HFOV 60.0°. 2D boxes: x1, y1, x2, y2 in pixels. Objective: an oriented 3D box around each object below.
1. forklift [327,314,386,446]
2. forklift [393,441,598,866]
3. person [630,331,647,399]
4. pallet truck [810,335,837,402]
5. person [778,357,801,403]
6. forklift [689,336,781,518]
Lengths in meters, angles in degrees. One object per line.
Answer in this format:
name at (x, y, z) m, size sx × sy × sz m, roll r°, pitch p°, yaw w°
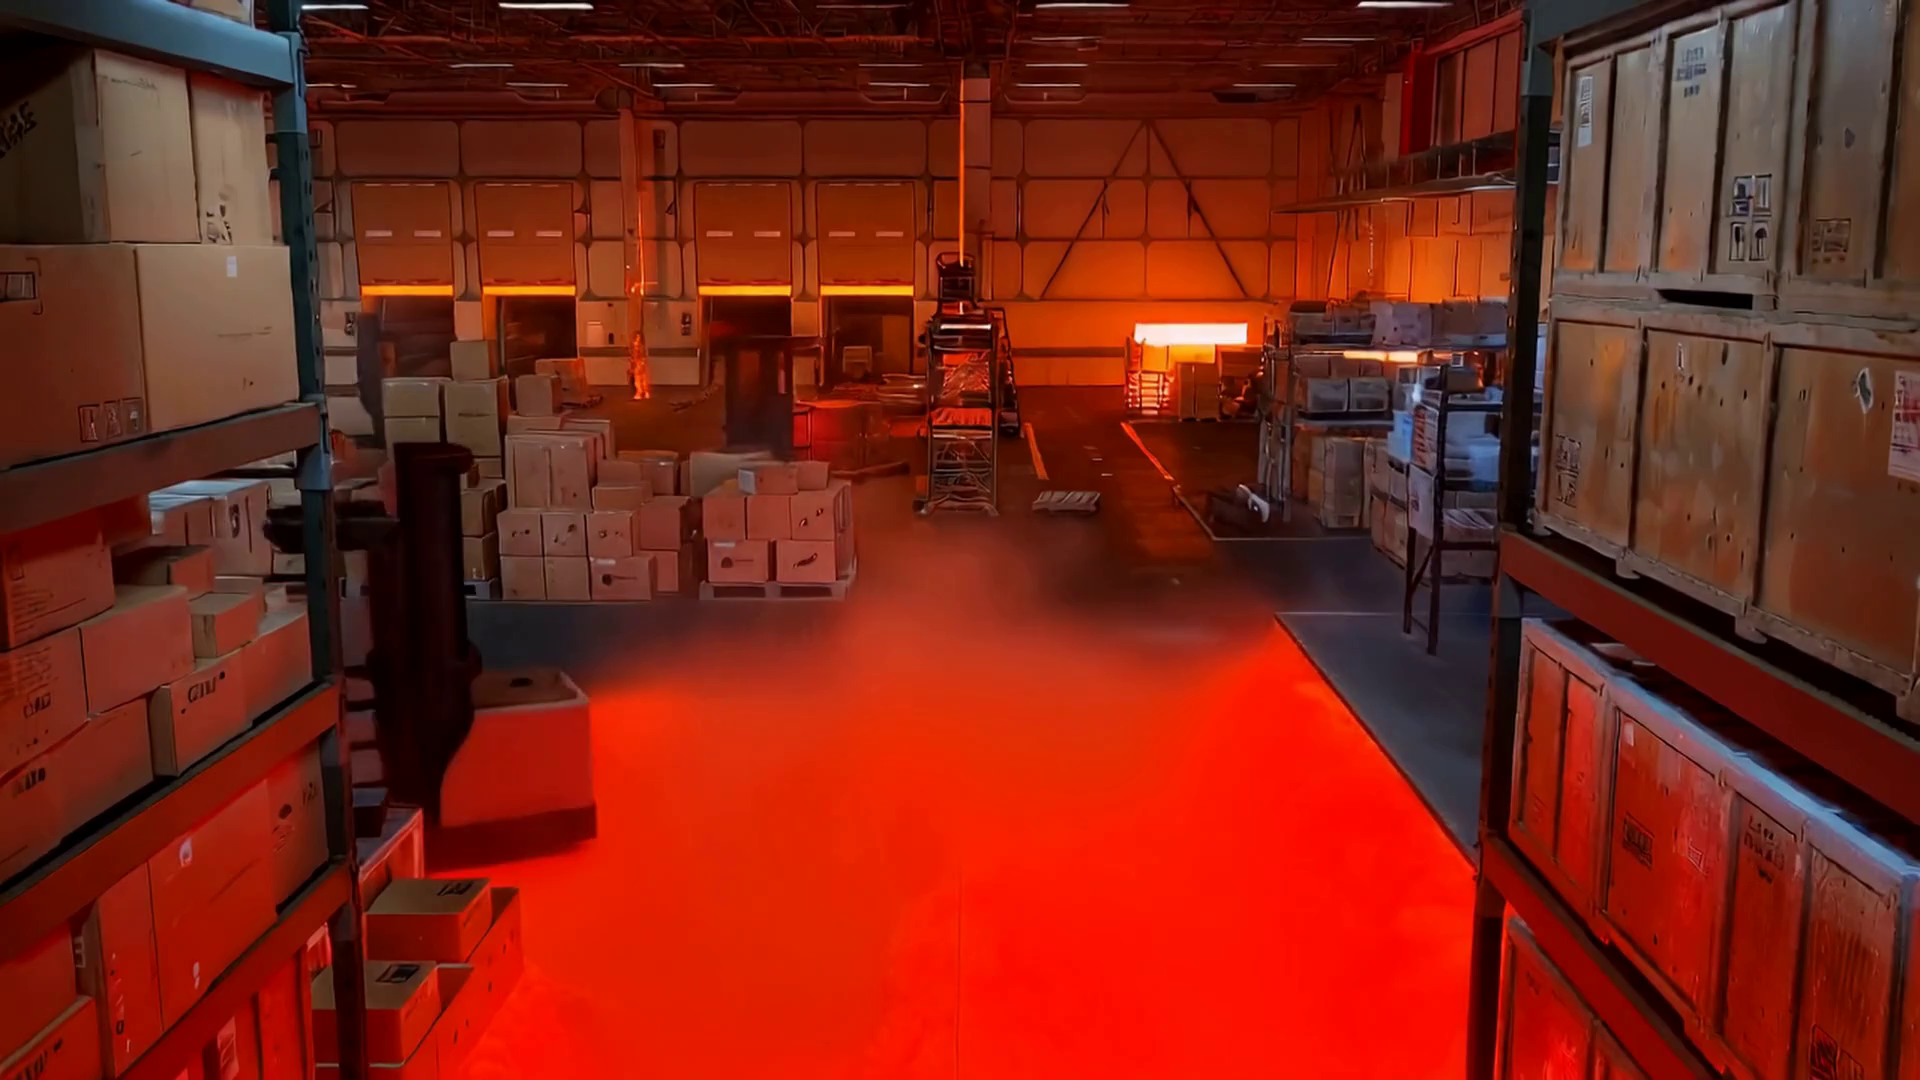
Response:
forklift at (-12.501, -3.396, 35.293) m, size 1.873 × 2.768 × 1.129 m, roll -1°, pitch 10°, yaw -4°
forklift at (-3.572, 0.743, 11.415) m, size 1.873 × 2.768 × 1.129 m, roll -5°, pitch 11°, yaw -25°
person at (-9.117, -4.952, 47.033) m, size 0.544 × 1.928 × 0.393 m, roll 9°, pitch 13°, yaw 41°
pallet truck at (-3.021, -4.312, 43.126) m, size 1.885 × 1.965 × 0.823 m, roll 3°, pitch 10°, yaw 17°
person at (-3.843, -3.102, 36.593) m, size 0.629 × 1.876 × 0.746 m, roll -8°, pitch 13°, yaw -40°
forklift at (-3.260, -1.779, 25.967) m, size 1.129 × 2.768 × 1.873 m, roll 7°, pitch 12°, yaw 34°
